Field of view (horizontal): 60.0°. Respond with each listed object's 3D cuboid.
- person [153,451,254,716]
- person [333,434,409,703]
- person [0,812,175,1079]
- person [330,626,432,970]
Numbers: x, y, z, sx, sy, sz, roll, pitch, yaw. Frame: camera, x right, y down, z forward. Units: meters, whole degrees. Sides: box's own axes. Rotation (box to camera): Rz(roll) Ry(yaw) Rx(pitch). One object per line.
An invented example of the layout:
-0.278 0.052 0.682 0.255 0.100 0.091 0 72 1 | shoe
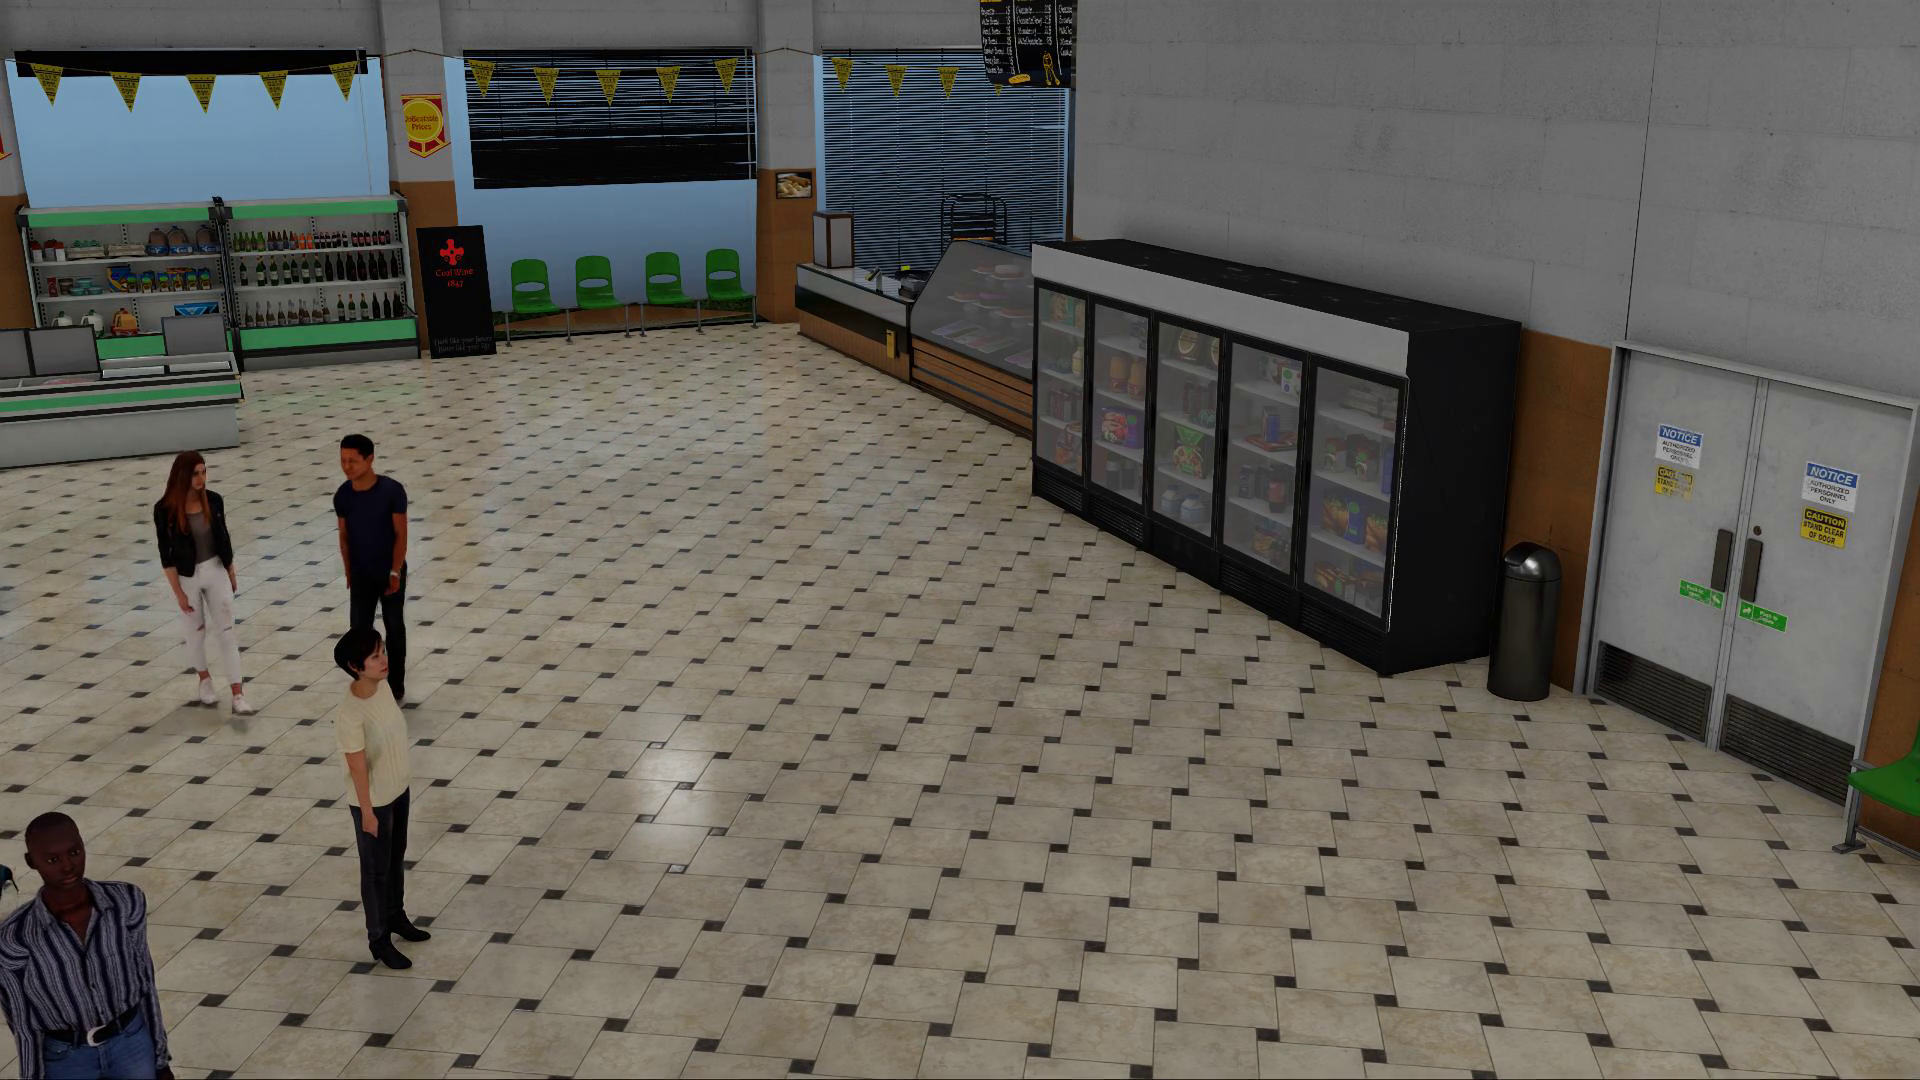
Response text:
-4.739 0.260 10.298 0.993 1.665 0.791 -12 21 -34 | person
-3.599 0.174 10.403 0.742 1.768 0.816 0 17 1 | person
-2.786 1.699 5.333 0.755 1.796 0.616 13 21 37 | person
-2.622 1.149 7.503 0.644 1.587 0.656 1 17 4 | person
